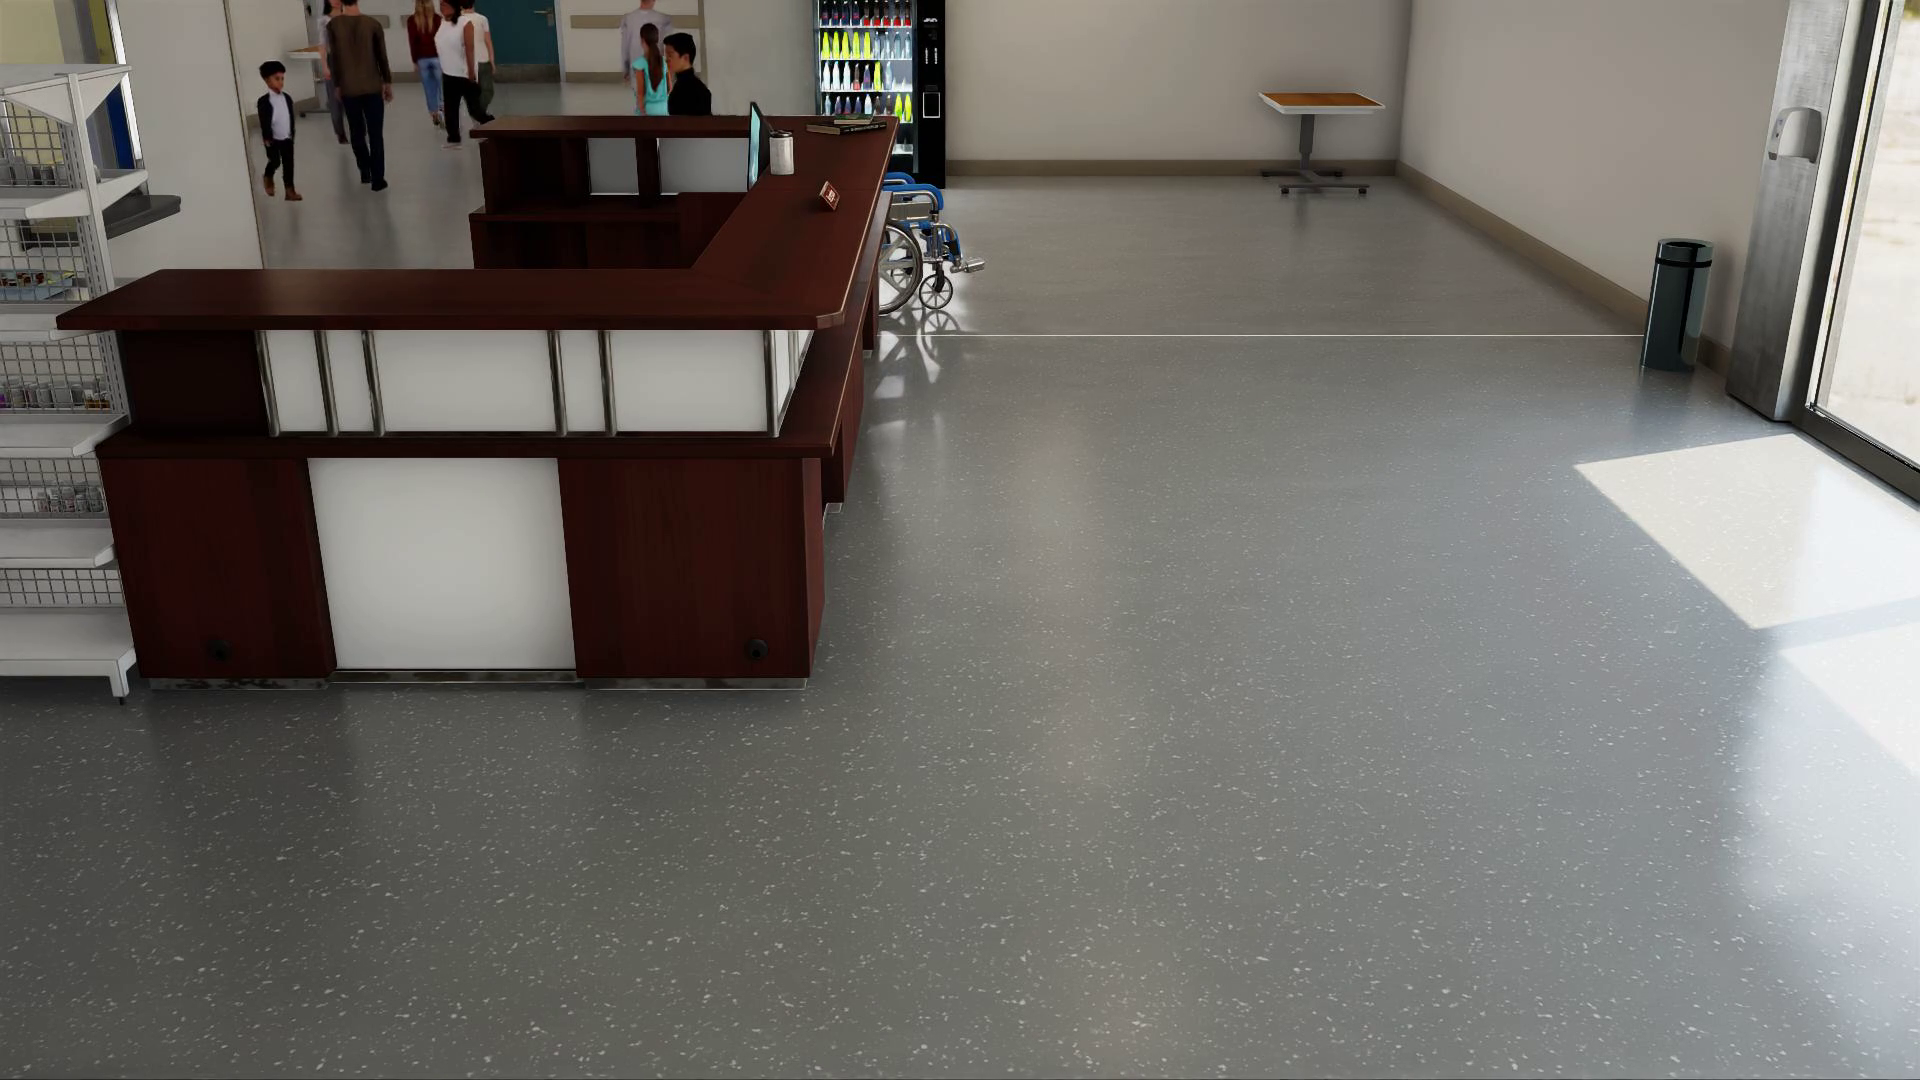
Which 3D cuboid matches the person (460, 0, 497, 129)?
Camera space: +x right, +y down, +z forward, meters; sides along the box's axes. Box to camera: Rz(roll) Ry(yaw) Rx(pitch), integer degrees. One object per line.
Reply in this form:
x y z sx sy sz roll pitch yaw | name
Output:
-5.525 -5.387 18.938 0.867 1.629 0.623 0 21 1 | person

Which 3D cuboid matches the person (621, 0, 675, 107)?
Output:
-3.165 -4.712 16.898 0.865 1.812 0.828 -3 21 -9 | person

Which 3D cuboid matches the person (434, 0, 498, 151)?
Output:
-5.435 -5.125 18.191 1.025 1.668 1.042 16 26 36 | person

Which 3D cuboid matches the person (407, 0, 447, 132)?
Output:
-6.229 -5.623 19.584 0.978 1.613 0.793 -4 21 -9 | person

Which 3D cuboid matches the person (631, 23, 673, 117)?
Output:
-2.689 -3.797 14.897 1.059 1.517 1.021 -14 25 -33 | person

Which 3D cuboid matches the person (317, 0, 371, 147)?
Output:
-6.807 -5.142 18.209 1.122 1.686 1.050 -13 24 -30 | person

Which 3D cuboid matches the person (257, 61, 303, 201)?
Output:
-6.141 -3.655 14.897 0.792 1.212 0.711 15 26 35 | person

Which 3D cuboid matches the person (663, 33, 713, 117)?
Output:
-1.762 -2.605 11.519 1.173 1.681 0.923 -8 22 -21 | person

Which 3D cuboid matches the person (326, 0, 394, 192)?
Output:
-5.553 -4.166 15.374 0.600 1.869 0.769 -3 21 -8 | person
